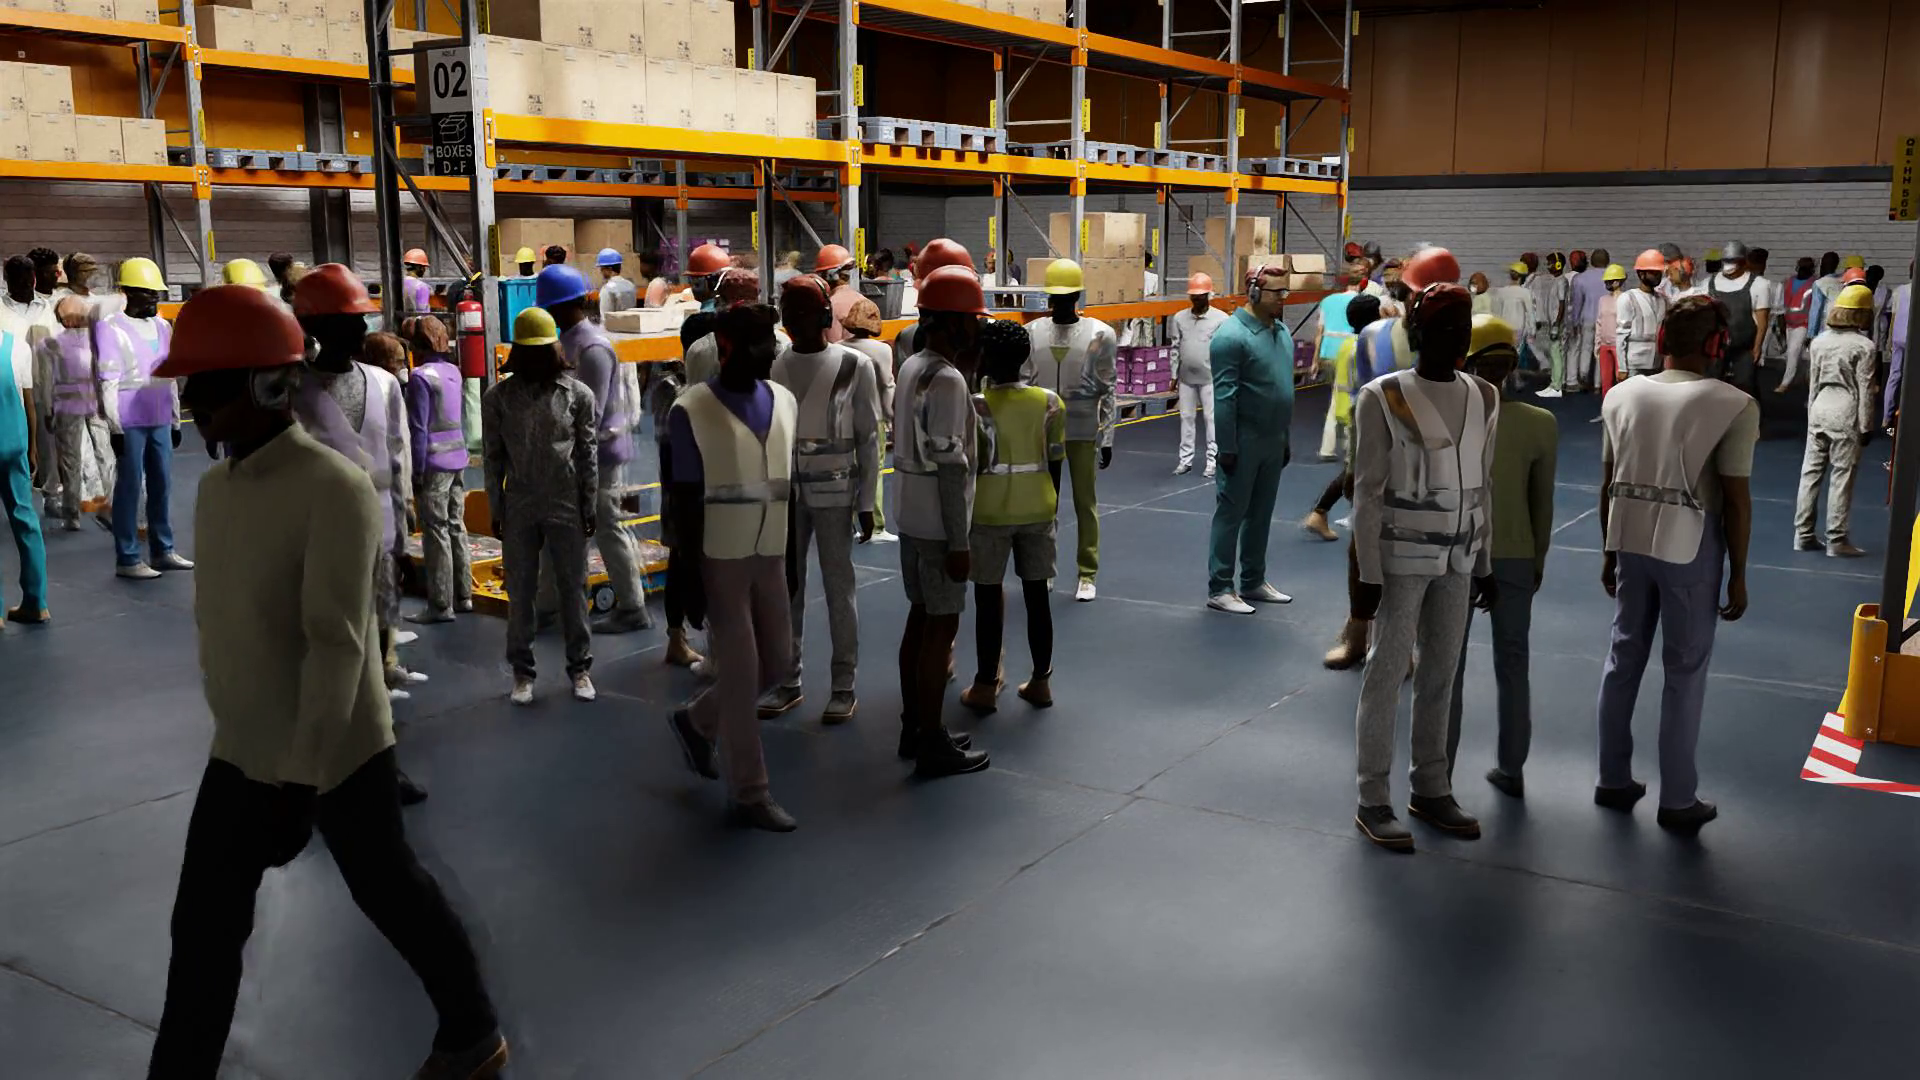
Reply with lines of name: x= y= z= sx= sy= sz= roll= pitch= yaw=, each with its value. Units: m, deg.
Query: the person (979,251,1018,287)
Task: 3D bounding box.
person: x=0.498 y=-2.760 z=21.287 sx=0.594 sy=1.912 sz=0.398 roll=6 pitch=12 yaw=30

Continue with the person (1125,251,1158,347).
person: x=2.589 y=-3.125 z=23.414 sx=0.533 sy=1.872 sz=0.315 roll=4 pitch=11 yaw=23

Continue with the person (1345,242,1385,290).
person: x=5.597 y=-3.115 z=22.891 sx=0.694 sy=2.000 sz=1.009 roll=7 pitch=12 yaw=35

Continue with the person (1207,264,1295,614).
person: x=1.624 y=-0.550 z=9.095 sx=0.395 sy=1.899 sz=0.641 roll=9 pitch=14 yaw=42

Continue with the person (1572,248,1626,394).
person: x=8.399 y=-2.868 z=21.868 sx=0.659 sy=1.925 sz=0.413 roll=5 pitch=11 yaw=24

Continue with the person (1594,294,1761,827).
person: x=2.454 y=0.076 z=5.779 sx=0.388 sy=1.838 sz=0.562 roll=-7 pitch=12 yaw=-33

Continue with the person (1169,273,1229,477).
person: x=2.049 y=-1.412 z=14.277 sx=0.567 sy=1.744 sz=0.350 roll=7 pitch=12 yaw=34

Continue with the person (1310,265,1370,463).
person: x=3.574 y=-1.616 z=15.269 sx=0.898 sy=1.786 sz=0.565 roll=-10 pitch=14 yaw=-43

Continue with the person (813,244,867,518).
person: x=-0.865 y=-1.126 z=12.011 sx=0.389 sy=1.990 sz=0.610 roll=4 pitch=11 yaw=22

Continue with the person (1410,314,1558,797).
person: x=1.882 y=0.066 z=6.047 sx=0.527 sy=1.762 sz=0.340 roll=0 pitch=10 yaw=-2

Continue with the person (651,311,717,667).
person: x=-1.235 y=-0.244 z=7.955 sx=0.320 sy=1.694 sz=0.535 roll=9 pitch=13 yaw=40

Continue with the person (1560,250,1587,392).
person: x=8.220 y=-2.921 z=22.254 sx=0.355 sy=1.884 sz=0.575 roll=-1 pitch=10 yaw=-6

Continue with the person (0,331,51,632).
person: x=-5.026 y=-0.436 z=8.619 sx=0.349 sy=1.839 sz=0.504 roll=5 pitch=12 yaw=28

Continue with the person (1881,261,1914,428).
person: x=10.156 y=-2.084 z=17.762 sx=0.341 sy=1.839 sz=0.501 roll=-5 pitch=11 yaw=-25

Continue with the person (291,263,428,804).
person: x=-2.147 y=0.015 z=5.821 sx=0.351 sy=1.942 sz=0.545 roll=7 pitch=12 yaw=34

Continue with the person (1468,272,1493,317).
person: x=6.467 y=-2.551 z=20.904 sx=0.340 sy=1.622 sz=0.558 roll=-2 pitch=10 yaw=-11

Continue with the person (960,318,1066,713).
person: x=0.208 y=-0.096 z=7.138 sx=0.533 sy=1.694 sz=0.320 roll=-4 pitch=11 yaw=-23

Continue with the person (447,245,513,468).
person: x=-4.242 y=-1.674 z=14.907 sx=0.688 sy=2.000 sz=0.536 roll=-5 pitch=11 yaw=-25

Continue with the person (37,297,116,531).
person: x=-6.162 y=-0.885 z=11.679 sx=0.515 sy=1.629 sz=0.318 roll=-9 pitch=14 yaw=-42

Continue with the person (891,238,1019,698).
person: x=-0.034 y=-0.302 z=7.350 sx=0.614 sy=2.030 sz=0.409 roll=4 pitch=11 yaw=23

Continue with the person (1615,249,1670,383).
person: x=5.870 y=-1.515 z=14.300 sx=0.545 sy=1.942 sz=0.349 roll=-5 pitch=11 yaw=-25

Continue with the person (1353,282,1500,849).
person: x=1.570 y=0.086 z=5.596 sx=0.574 sy=1.882 sz=0.356 roll=-5 pitch=11 yaw=-25

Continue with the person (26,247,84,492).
person: x=-7.350 y=-1.371 z=13.438 sx=0.366 sy=1.961 sz=0.610 roll=2 pitch=10 yaw=9

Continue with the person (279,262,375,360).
person: x=-3.514 y=-0.598 z=9.332 sx=0.694 sy=1.903 sz=0.640 roll=-1 pitch=10 yaw=-5

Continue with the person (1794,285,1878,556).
person: x=5.665 y=-0.762 z=10.698 sx=0.317 sy=1.738 sz=0.493 roll=-4 pitch=11 yaw=-21

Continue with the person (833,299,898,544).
person: x=-0.646 y=-0.788 z=11.124 sx=0.506 sy=1.632 sz=0.268 roll=6 pitch=12 yaw=29

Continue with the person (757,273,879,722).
person: x=-0.628 y=-0.170 z=7.004 sx=0.584 sy=1.882 sz=0.339 roll=3 pitch=11 yaw=17

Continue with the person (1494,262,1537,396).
person: x=7.289 y=-2.747 z=21.726 sx=0.839 sy=1.723 sz=0.540 roll=-6 pitch=12 yaw=-31

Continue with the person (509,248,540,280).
person: x=-5.575 y=-2.822 z=21.590 sx=0.589 sy=1.924 sz=0.384 roll=1 pitch=10 yaw=4

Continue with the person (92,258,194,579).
person: x=-4.904 y=-0.729 z=10.024 sx=0.418 sy=1.916 sz=0.590 roll=3 pitch=11 yaw=18

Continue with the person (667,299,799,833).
person: x=-0.799 y=0.075 z=5.798 sx=0.624 sy=1.825 sz=0.571 roll=9 pitch=13 yaw=40

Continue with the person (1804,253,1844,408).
person: x=10.238 y=-2.437 z=19.638 sx=0.663 sy=1.872 sz=0.697 roll=-6 pitch=12 yaw=-30

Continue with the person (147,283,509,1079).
person: x=-1.434 y=0.429 z=3.562 sx=0.602 sy=1.940 sz=1.061 roll=6 pitch=12 yaw=32
